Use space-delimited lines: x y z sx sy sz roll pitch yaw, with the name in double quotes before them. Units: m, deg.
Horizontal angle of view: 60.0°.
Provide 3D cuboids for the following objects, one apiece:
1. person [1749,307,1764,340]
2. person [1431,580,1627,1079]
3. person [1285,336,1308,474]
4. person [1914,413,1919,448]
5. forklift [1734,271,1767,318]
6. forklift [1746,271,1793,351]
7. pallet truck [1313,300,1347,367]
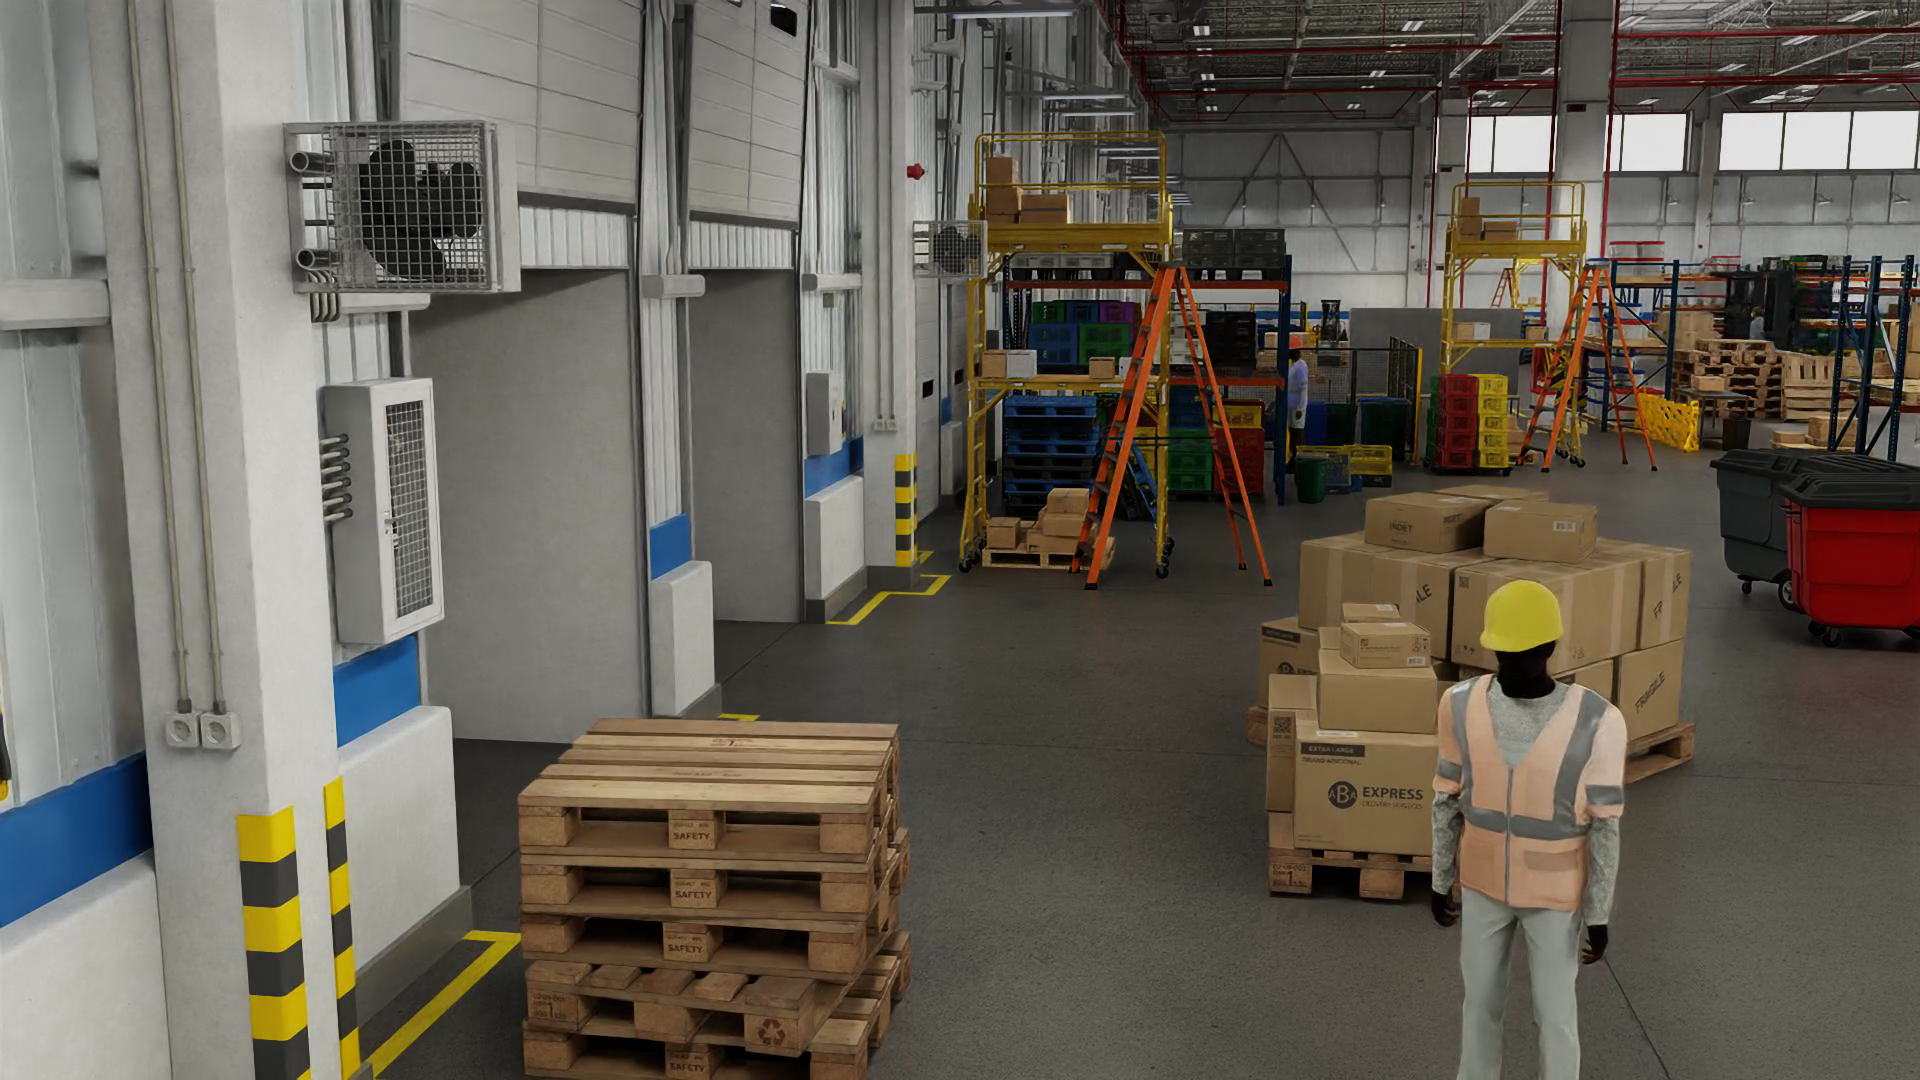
"person" 20.152 -4.937 42.142 0.364 1.934 0.645 8 12 42
"person" 1.731 1.065 5.168 0.586 1.918 0.398 7 12 37
"person" 4.689 -1.893 23.360 0.376 1.932 0.543 -1 9 -5
"person" 15.595 -2.339 26.704 0.484 1.739 0.319 -9 13 -44
"forklift" 22.711 -6.342 47.879 1.873 2.768 1.129 -3 10 -17
"forklift" 18.867 -4.828 38.544 1.873 2.768 1.129 1 9 9
"pallet truck" 11.159 -6.200 49.718 0.823 1.965 1.885 4 10 26
